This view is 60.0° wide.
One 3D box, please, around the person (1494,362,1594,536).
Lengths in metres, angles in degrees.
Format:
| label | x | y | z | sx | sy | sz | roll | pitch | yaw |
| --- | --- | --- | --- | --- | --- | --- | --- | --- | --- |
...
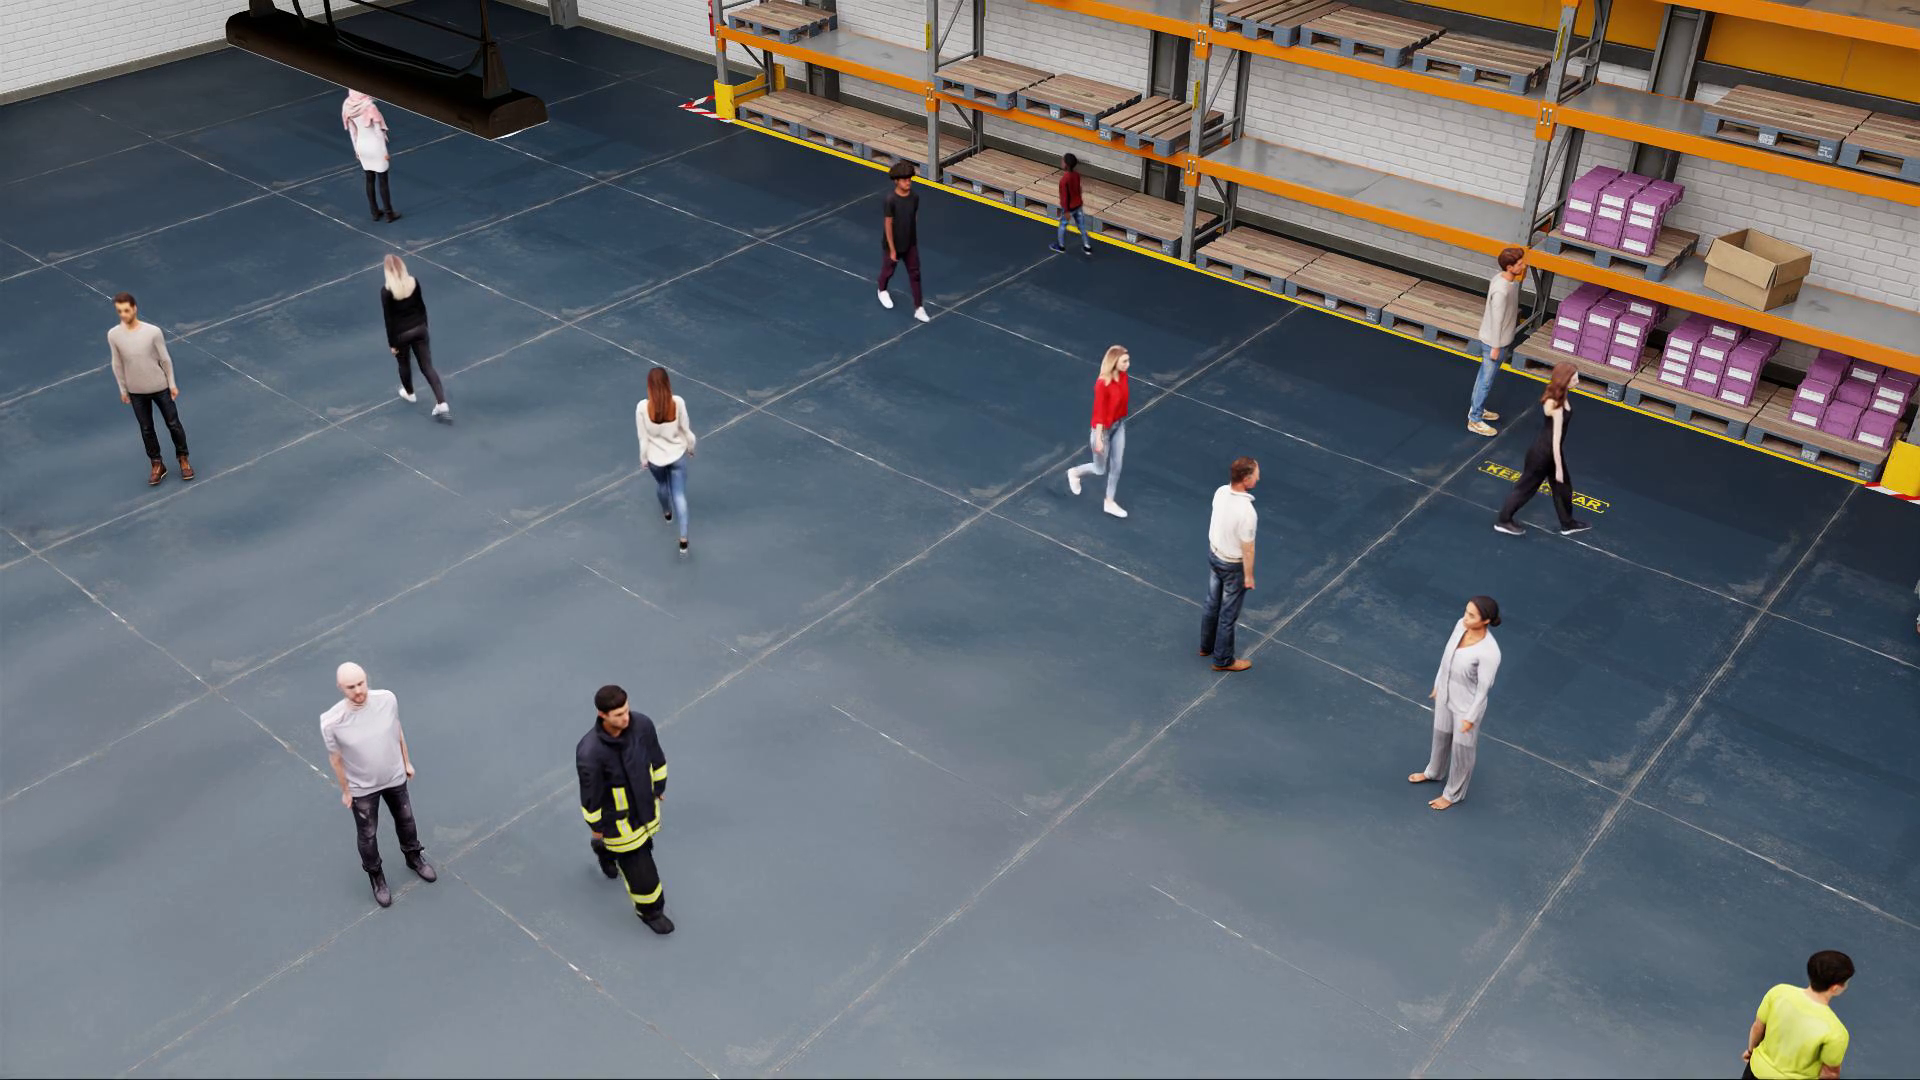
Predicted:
| label | x | y | z | sx | sy | sz | roll | pitch | yaw |
| --- | --- | --- | --- | --- | --- | --- | --- | --- | --- |
| person | 5.007 | -0.769 | 14.496 | 1.101 | 1.712 | 0.794 | 13 | 36 | 18 |

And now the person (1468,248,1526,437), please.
| label | x | y | z | sx | sy | sz | roll | pitch | yaw |
| --- | --- | --- | --- | --- | --- | --- | --- | --- | --- |
| person | 5.181 | -1.951 | 16.100 | 0.710 | 1.905 | 0.742 | 11 | 35 | 16 |

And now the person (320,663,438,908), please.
| label | x | y | z | sx | sy | sz | roll | pitch | yaw |
| --- | --- | --- | --- | --- | --- | --- | --- | --- | --- |
| person | -3.830 | 1.552 | 10.895 | 0.687 | 1.833 | 0.629 | -26 | 42 | -33 |

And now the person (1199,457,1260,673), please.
| label | x | y | z | sx | sy | sz | roll | pitch | yaw |
| --- | --- | --- | --- | --- | --- | --- | --- | --- | --- |
| person | 2.080 | 0.179 | 12.946 | 0.812 | 1.848 | 0.698 | -11 | 35 | -16 |

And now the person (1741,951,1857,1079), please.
| label | x | y | z | sx | sy | sz | roll | pitch | yaw |
| --- | --- | --- | --- | --- | --- | --- | --- | --- | --- |
| person | 4.478 | 2.910 | 9.036 | 0.738 | 1.628 | 0.543 | -21 | 39 | -29 |

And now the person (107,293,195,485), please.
| label | x | y | z | sx | sy | sz | roll | pitch | yaw |
| --- | --- | --- | --- | --- | --- | --- | --- | --- | --- |
| person | -7.475 | -1.412 | 15.320 | 0.743 | 1.870 | 0.756 | -10 | 35 | -15 |

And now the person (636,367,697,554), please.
| label | x | y | z | sx | sy | sz | roll | pitch | yaw |
| --- | --- | --- | --- | --- | --- | --- | --- | --- | --- |
| person | -2.517 | -0.667 | 14.397 | 1.068 | 1.651 | 1.208 | -7 | 34 | -10 |

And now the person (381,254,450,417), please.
| label | x | y | z | sx | sy | sz | roll | pitch | yaw |
| --- | --- | --- | --- | --- | --- | --- | --- | --- | --- |
| person | -5.358 | -1.975 | 16.364 | 1.146 | 1.651 | 0.718 | 28 | 43 | 35 |

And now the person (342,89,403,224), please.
| label | x | y | z | sx | sy | sz | roll | pitch | yaw |
| --- | --- | --- | --- | --- | --- | --- | --- | --- | --- |
| person | -7.255 | -4.801 | 20.478 | 0.653 | 1.804 | 0.769 | 10 | 35 | 15 |

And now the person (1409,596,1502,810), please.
| label | x | y | z | sx | sy | sz | roll | pitch | yaw |
| --- | --- | --- | --- | --- | --- | --- | --- | --- | --- |
| person | 3.520 | 1.103 | 11.656 | 0.770 | 1.737 | 0.654 | -11 | 35 | -17 |

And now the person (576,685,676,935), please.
| label | x | y | z | sx | sy | sz | roll | pitch | yaw |
| --- | --- | --- | --- | --- | --- | --- | --- | --- | --- |
| person | -2.200 | 1.650 | 10.682 | 1.083 | 1.904 | 0.771 | 25 | 41 | 33 |

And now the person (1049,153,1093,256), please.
| label | x | y | z | sx | sy | sz | roll | pitch | yaw |
| --- | --- | --- | --- | --- | --- | --- | --- | --- | --- |
| person | 1.370 | -3.945 | 19.712 | 0.536 | 1.228 | 0.769 | -29 | 43 | -36 |

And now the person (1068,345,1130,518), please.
| label | x | y | z | sx | sy | sz | roll | pitch | yaw |
| --- | --- | --- | --- | --- | --- | --- | --- | --- | --- |
| person | 1.257 | -0.991 | 14.849 | 0.872 | 1.691 | 0.648 | 28 | 42 | 35 |

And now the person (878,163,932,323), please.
| label | x | y | z | sx | sy | sz | roll | pitch | yaw |
| --- | --- | --- | --- | --- | --- | --- | --- | --- | --- |
| person | -0.704 | -3.312 | 18.287 | 0.858 | 1.750 | 1.197 | -19 | 38 | -27 |
